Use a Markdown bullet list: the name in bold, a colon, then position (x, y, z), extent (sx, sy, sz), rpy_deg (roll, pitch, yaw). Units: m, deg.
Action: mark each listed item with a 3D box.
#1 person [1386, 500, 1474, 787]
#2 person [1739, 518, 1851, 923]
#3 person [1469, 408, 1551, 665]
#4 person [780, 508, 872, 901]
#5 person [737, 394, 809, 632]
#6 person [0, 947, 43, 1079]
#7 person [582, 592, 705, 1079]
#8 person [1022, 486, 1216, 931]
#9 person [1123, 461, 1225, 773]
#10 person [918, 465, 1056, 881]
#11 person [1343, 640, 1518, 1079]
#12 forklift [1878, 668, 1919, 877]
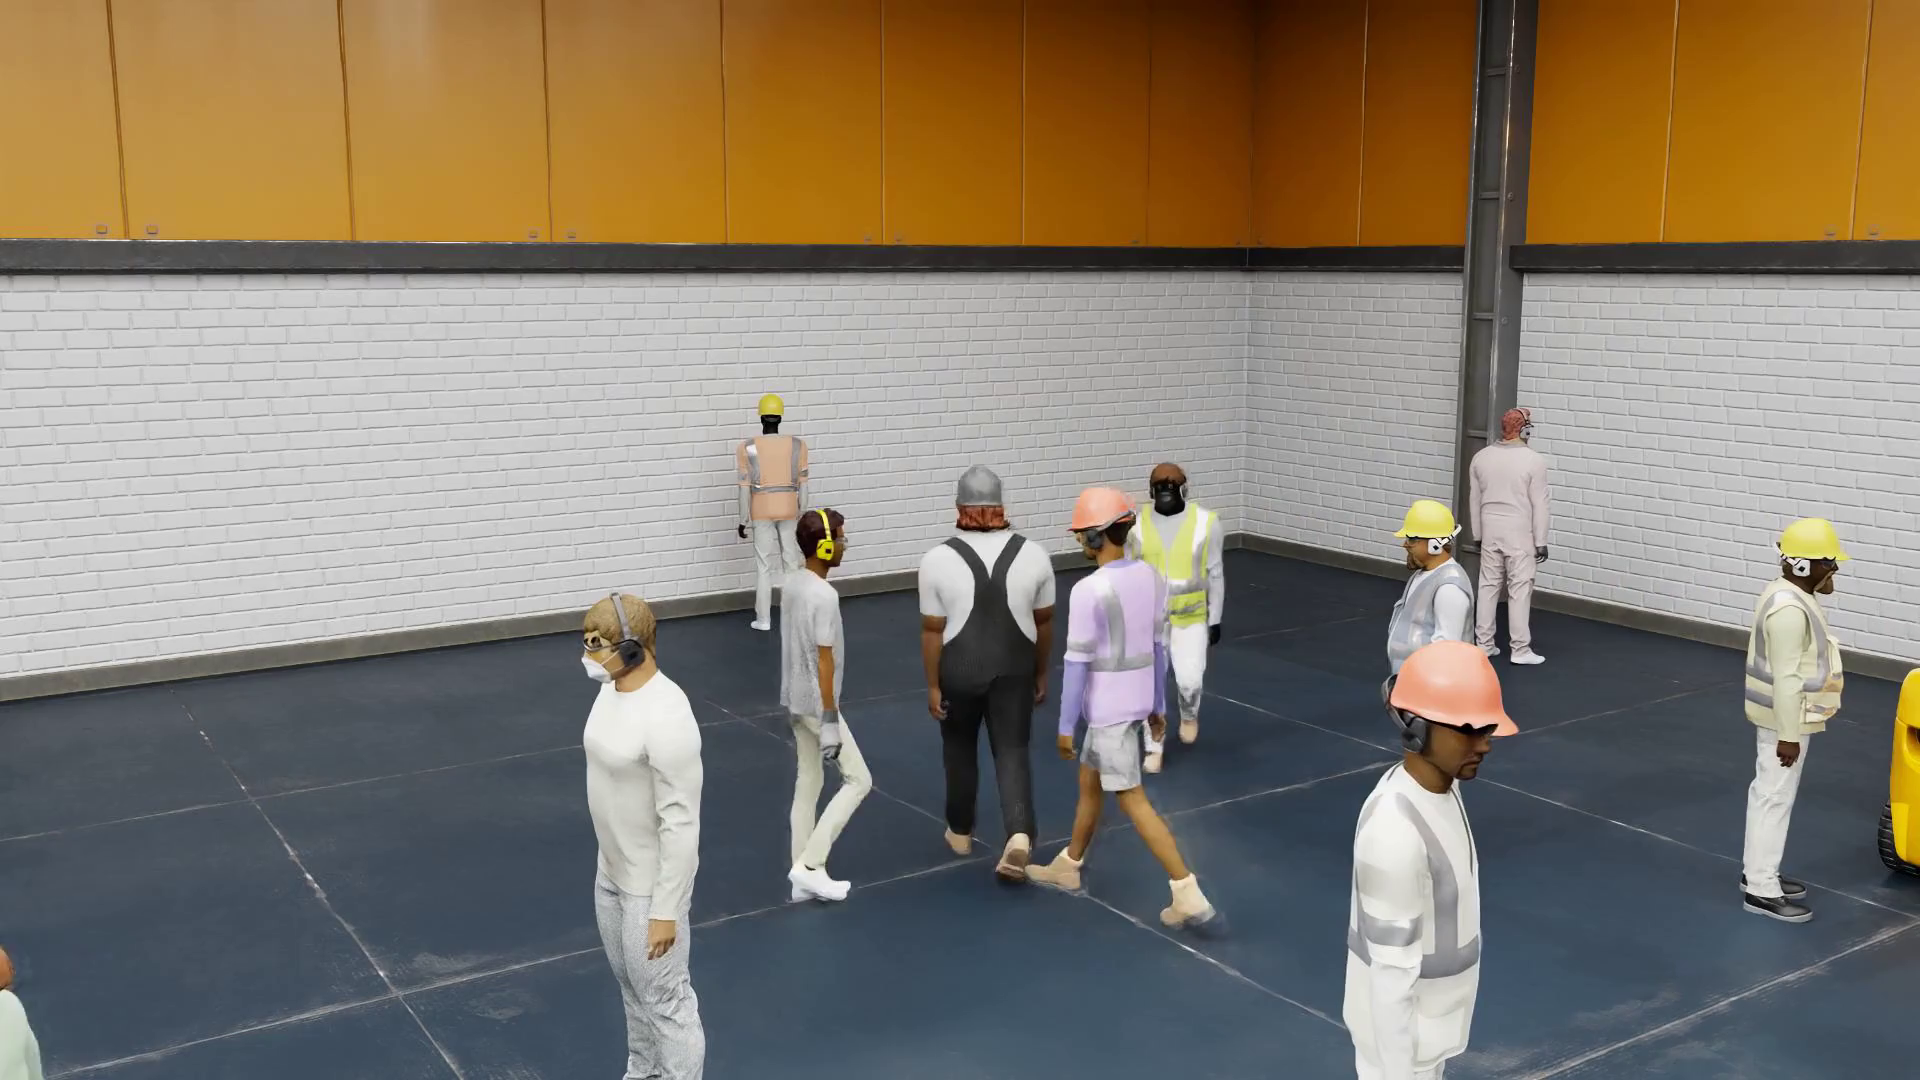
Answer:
- **person**: position (2.302, 0.710, 8.190), extent (0.403, 1.826, 0.592), rpy_deg (0, 9, 2)
- **person**: position (3.799, 0.801, 7.604), extent (0.403, 1.831, 0.597), rpy_deg (4, 10, 25)
- **person**: position (4.109, -0.029, 12.380), extent (0.405, 1.911, 0.636), rpy_deg (-7, 12, -38)
- **person**: position (-0.631, 0.775, 7.694), extent (0.397, 1.855, 0.561), rpy_deg (-5, 11, -29)
- **person**: position (-1.512, -0.215, 13.442), extent (0.585, 1.928, 0.368), rpy_deg (-3, 10, -19)
- **person**: position (-2.239, 1.574, 3.663), extent (0.856, 1.581, 0.528), rpy_deg (-2, 10, -14)
- **person**: position (-1.041, 1.114, 5.419), extent (0.370, 1.934, 0.627), rpy_deg (-6, 11, -31)
- **person**: position (0.738, 0.749, 7.501), extent (1.073, 1.985, 0.615), rpy_deg (7, 12, 37)
- **person**: position (1.243, 0.433, 9.826), extent (0.637, 1.831, 0.572), rpy_deg (2, 10, 13)
- **person**: position (0.139, 0.616, 8.099), extent (0.683, 2.000, 0.919), rpy_deg (-2, 10, -10)
- **person**: position (1.186, 1.252, 4.264), extent (0.387, 2.039, 0.615), rpy_deg (4, 10, 23)
- **forklift**: position (5.511, 0.571, 7.906), extent (2.313, 2.155, 1.214), rpy_deg (-6, 11, -33)
